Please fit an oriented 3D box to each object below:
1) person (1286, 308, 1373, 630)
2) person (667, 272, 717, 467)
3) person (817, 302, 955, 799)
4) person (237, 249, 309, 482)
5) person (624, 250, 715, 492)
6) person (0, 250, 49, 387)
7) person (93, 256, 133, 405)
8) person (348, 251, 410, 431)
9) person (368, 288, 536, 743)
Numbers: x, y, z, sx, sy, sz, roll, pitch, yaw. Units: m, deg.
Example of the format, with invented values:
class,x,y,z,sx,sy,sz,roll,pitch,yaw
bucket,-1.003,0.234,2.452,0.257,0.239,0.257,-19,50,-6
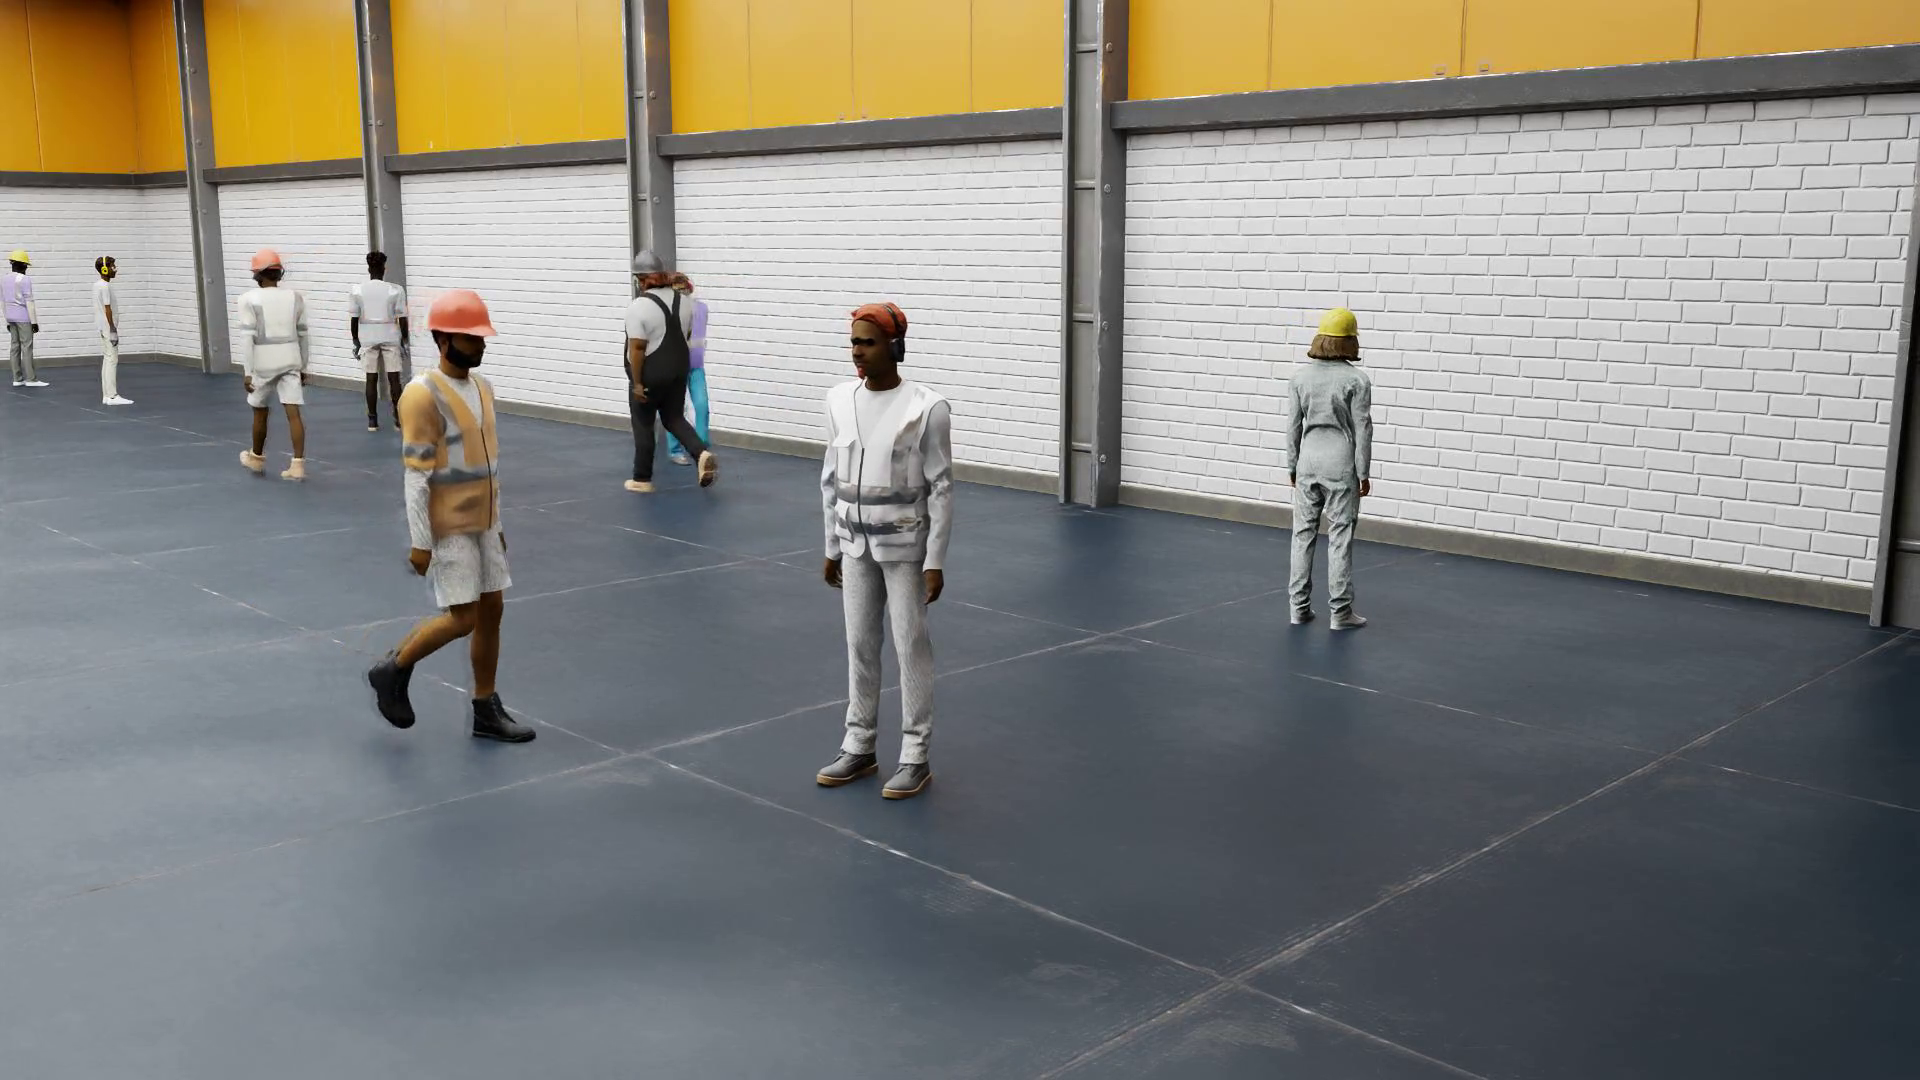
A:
class,x,y,z,sx,sy,sz,roll,pitch,yaw
person,2.020,-0.388,9.074,0.492,1.742,0.323,9,13,39
person,-2.532,-1.544,15.231,0.561,1.792,0.740,-7,13,-35
person,-0.290,0.044,6.338,0.575,1.882,0.359,7,12,33
person,-6.032,-1.524,14.550,0.640,1.998,1.015,-10,14,-44
person,-2.448,-1.389,13.717,0.785,2.000,0.688,8,13,38
person,-13.223,-3.109,23.441,0.586,1.916,0.391,5,11,24
person,-10.740,-2.644,21.029,0.314,1.869,0.537,-8,13,-36
person,-6.336,-2.171,18.189,0.613,1.961,0.362,-2,11,-10
person,-2.139,-0.083,6.942,0.614,1.921,0.543,3,11,16
